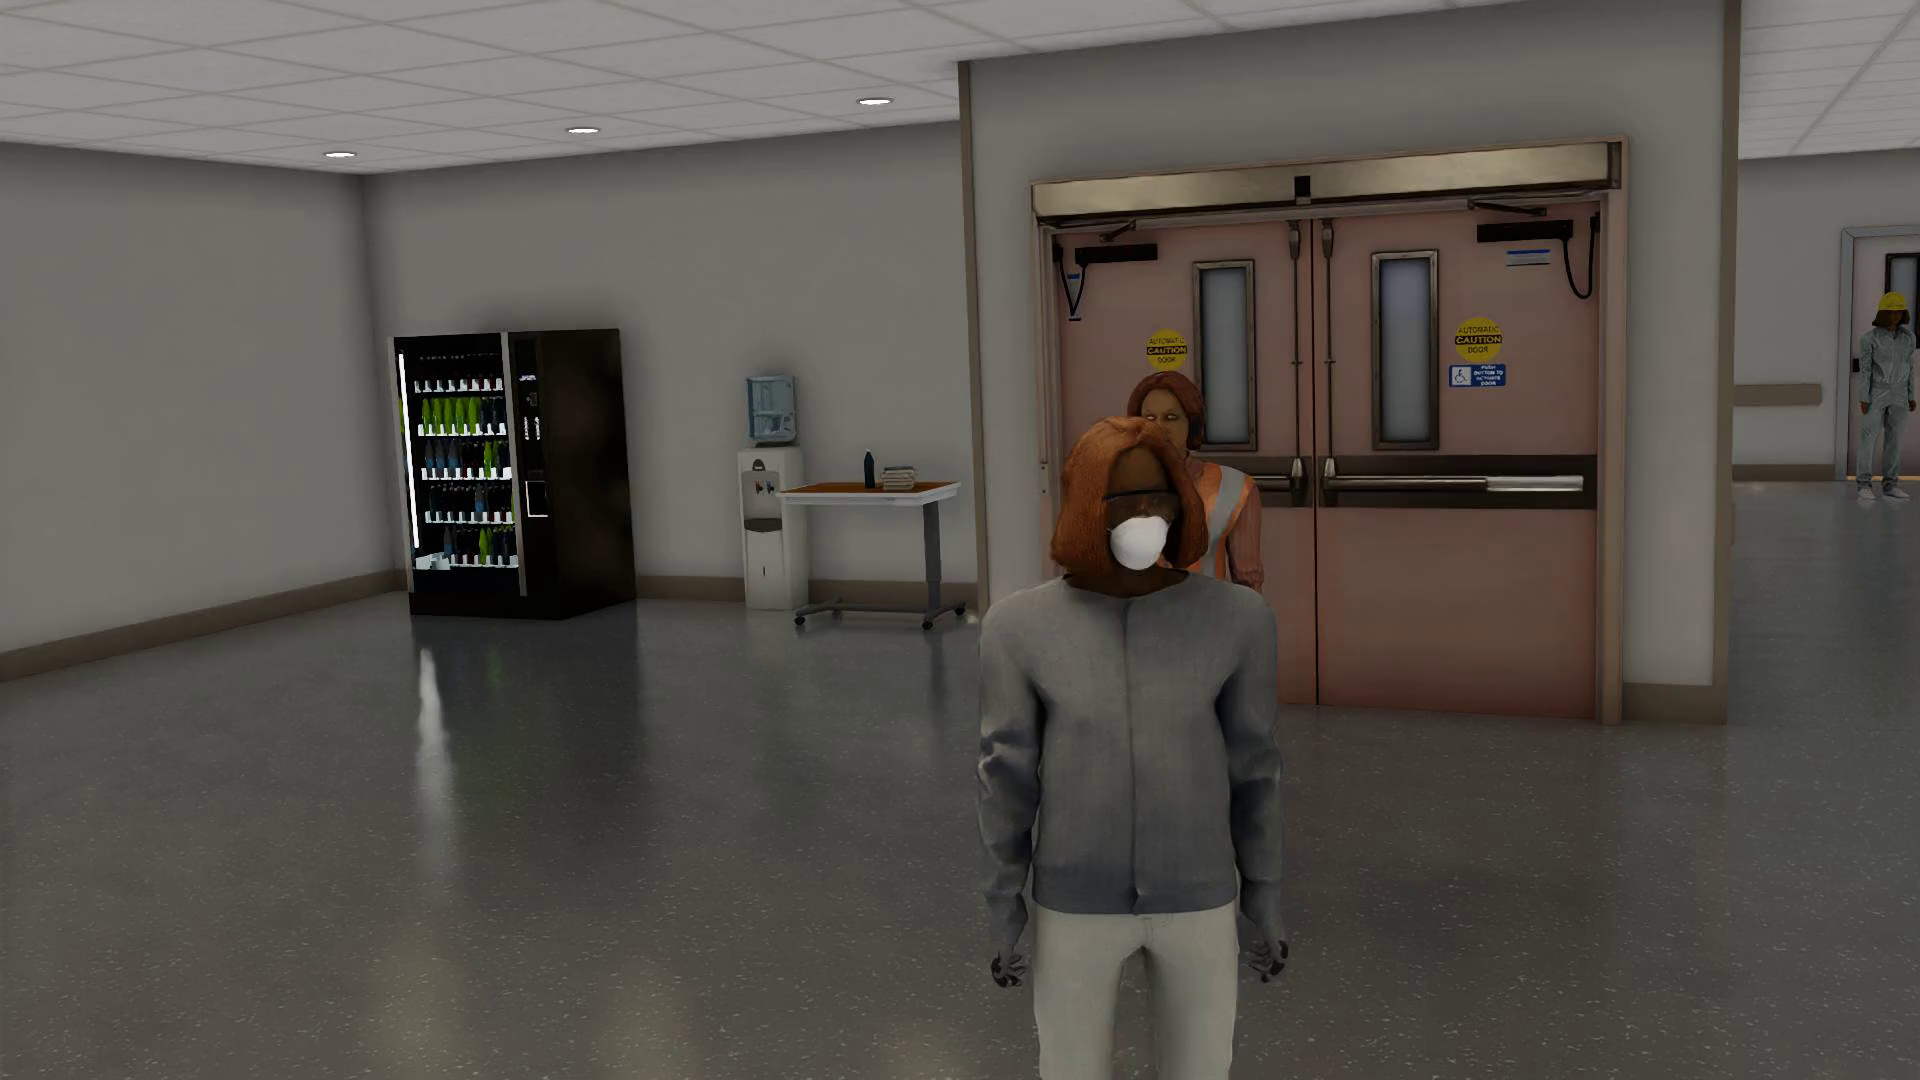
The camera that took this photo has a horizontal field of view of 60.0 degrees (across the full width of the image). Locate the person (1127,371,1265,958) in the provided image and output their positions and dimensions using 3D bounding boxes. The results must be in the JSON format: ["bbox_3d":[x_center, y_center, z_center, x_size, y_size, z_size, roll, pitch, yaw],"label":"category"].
[{"bbox_3d":[0.589,0.353,4.609,0.513,1.641,0.309,-1,8,12],"label":"person"}]

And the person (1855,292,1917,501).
[{"bbox_3d":[7.781,-1.199,13.935,0.492,1.742,0.323,-3,7,-6],"label":"person"}]

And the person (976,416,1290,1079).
[{"bbox_3d":[0.288,0.611,2.741,0.508,1.632,0.273,-2,7,0],"label":"person"}]
